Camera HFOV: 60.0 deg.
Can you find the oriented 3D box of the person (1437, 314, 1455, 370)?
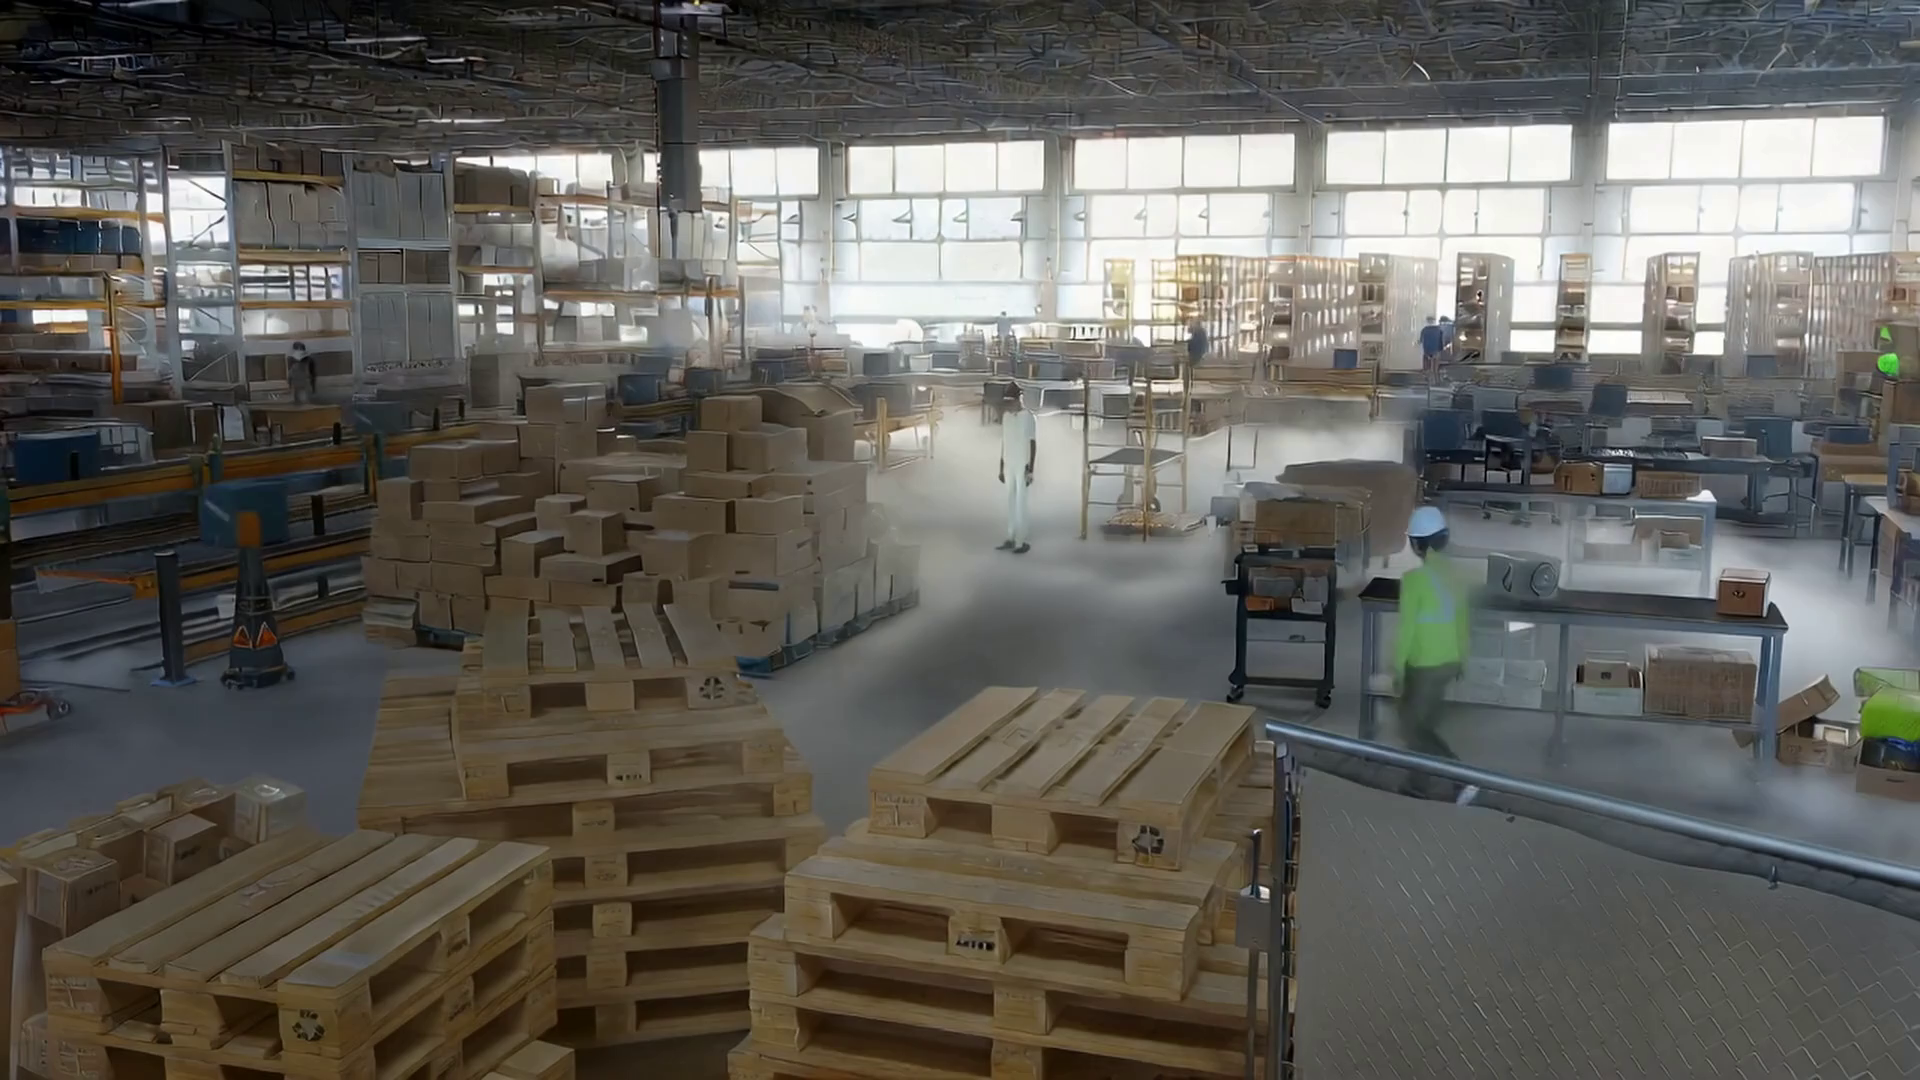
[{"bbox_3d":[14.799,-5.958,50.723,0.566,1.850,0.389,0,9,1],"label":"person"}]

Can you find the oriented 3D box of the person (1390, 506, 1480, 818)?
[{"bbox_3d":[2.683,0.690,9.301,0.530,1.746,0.659,-6,11,-33],"label":"person"}]

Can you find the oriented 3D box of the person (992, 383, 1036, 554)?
[{"bbox_3d":[0.612,-0.783,18.168,0.336,1.873,0.521,-8,12,-41],"label":"person"}]

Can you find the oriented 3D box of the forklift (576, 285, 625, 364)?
[{"bbox_3d":[-10.391,-6.182,48.905,1.129,2.768,1.873,3,10,20],"label":"forklift"}]

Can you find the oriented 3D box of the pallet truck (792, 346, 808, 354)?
[{"bbox_3d":[-3.705,-4.298,42.022,0.653,1.274,1.630,3,10,20],"label":"pallet truck"}]

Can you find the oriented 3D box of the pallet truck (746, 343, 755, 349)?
[{"bbox_3d":[-6.183,-4.618,44.264,1.601,1.201,0.680,-9,12,-43],"label":"pallet truck"}]

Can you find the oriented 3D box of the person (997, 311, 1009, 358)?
[{"bbox_3d":[1.575,-7.506,60.814,0.480,1.734,0.333,-2,9,-9],"label":"person"}]

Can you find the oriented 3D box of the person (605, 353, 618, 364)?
[{"bbox_3d":[-7.890,-3.774,37.497,0.420,1.680,0.548,-5,10,-30],"label":"person"}]

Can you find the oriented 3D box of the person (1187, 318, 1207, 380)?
[{"bbox_3d":[6.395,-5.085,45.133,0.651,1.893,0.443,-9,13,-44],"label":"person"}]

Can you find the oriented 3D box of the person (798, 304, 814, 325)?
[{"bbox_3d":[-5.993,-8.241,64.822,0.627,1.917,0.792,-1,9,-6],"label":"person"}]

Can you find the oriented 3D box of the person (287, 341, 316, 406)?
[{"bbox_3d":[-12.495,-2.890,31.625,0.602,1.801,0.852,3,10,19],"label":"person"}]

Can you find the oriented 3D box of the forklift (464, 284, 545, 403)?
[{"bbox_3d":[-10.832,-4.702,39.610,1.129,2.768,1.873,3,10,20],"label":"forklift"}]

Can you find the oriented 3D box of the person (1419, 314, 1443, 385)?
[{"bbox_3d":[12.647,-5.068,44.684,0.613,1.994,0.381,1,9,6],"label":"person"}]
